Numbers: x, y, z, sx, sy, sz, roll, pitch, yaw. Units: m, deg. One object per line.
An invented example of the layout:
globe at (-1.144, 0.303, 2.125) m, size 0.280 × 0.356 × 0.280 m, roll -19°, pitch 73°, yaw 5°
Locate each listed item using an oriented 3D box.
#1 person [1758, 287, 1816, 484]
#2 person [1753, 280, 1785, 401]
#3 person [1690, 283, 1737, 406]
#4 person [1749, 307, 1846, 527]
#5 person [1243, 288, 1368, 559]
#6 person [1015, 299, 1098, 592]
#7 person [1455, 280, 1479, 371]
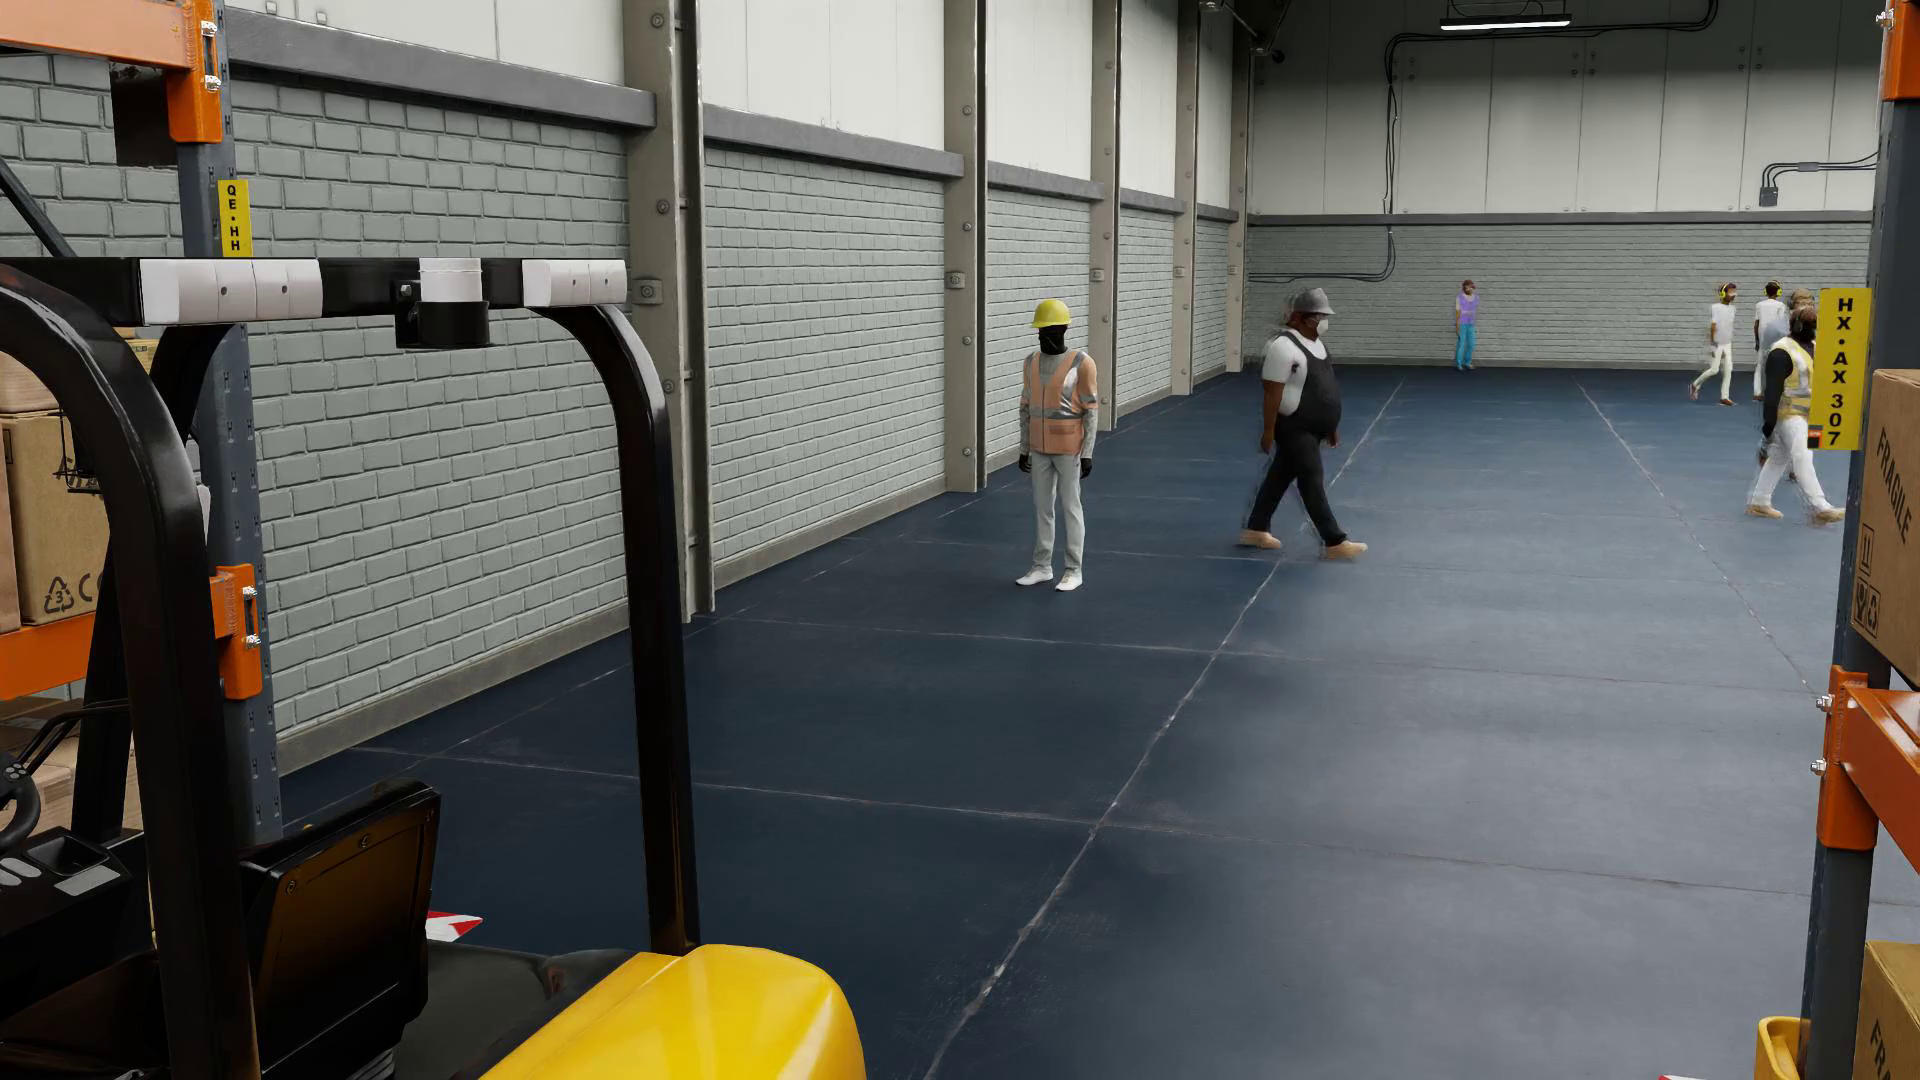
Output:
person at (8.219, -1.533, 16.435) m, size 0.638 × 1.918 × 0.704 m, roll 1°, pitch 10°, yaw 4°
person at (12.488, -3.056, 25.631) m, size 0.328 × 1.877 × 0.513 m, roll -5°, pitch 11°, yaw -29°
person at (11.483, -2.971, 25.214) m, size 0.523 × 1.848 × 0.694 m, roll -4°, pitch 10°, yaw -21°
person at (7.004, -1.025, 13.775) m, size 0.624 × 1.791 × 0.954 m, roll -7°, pitch 12°, yaw -37°
person at (2.547, -0.900, 12.298) m, size 1.040 × 2.000 × 0.688 m, roll 6°, pitch 11°, yaw 34°
person at (0.621, -0.621, 10.977) m, size 0.594 × 1.924 × 0.382 m, roll 8°, pitch 12°, yaw 39°
person at (9.958, -4.225, 32.788) m, size 0.588 × 1.805 × 0.492 m, roll -4°, pitch 10°, yaw -25°
